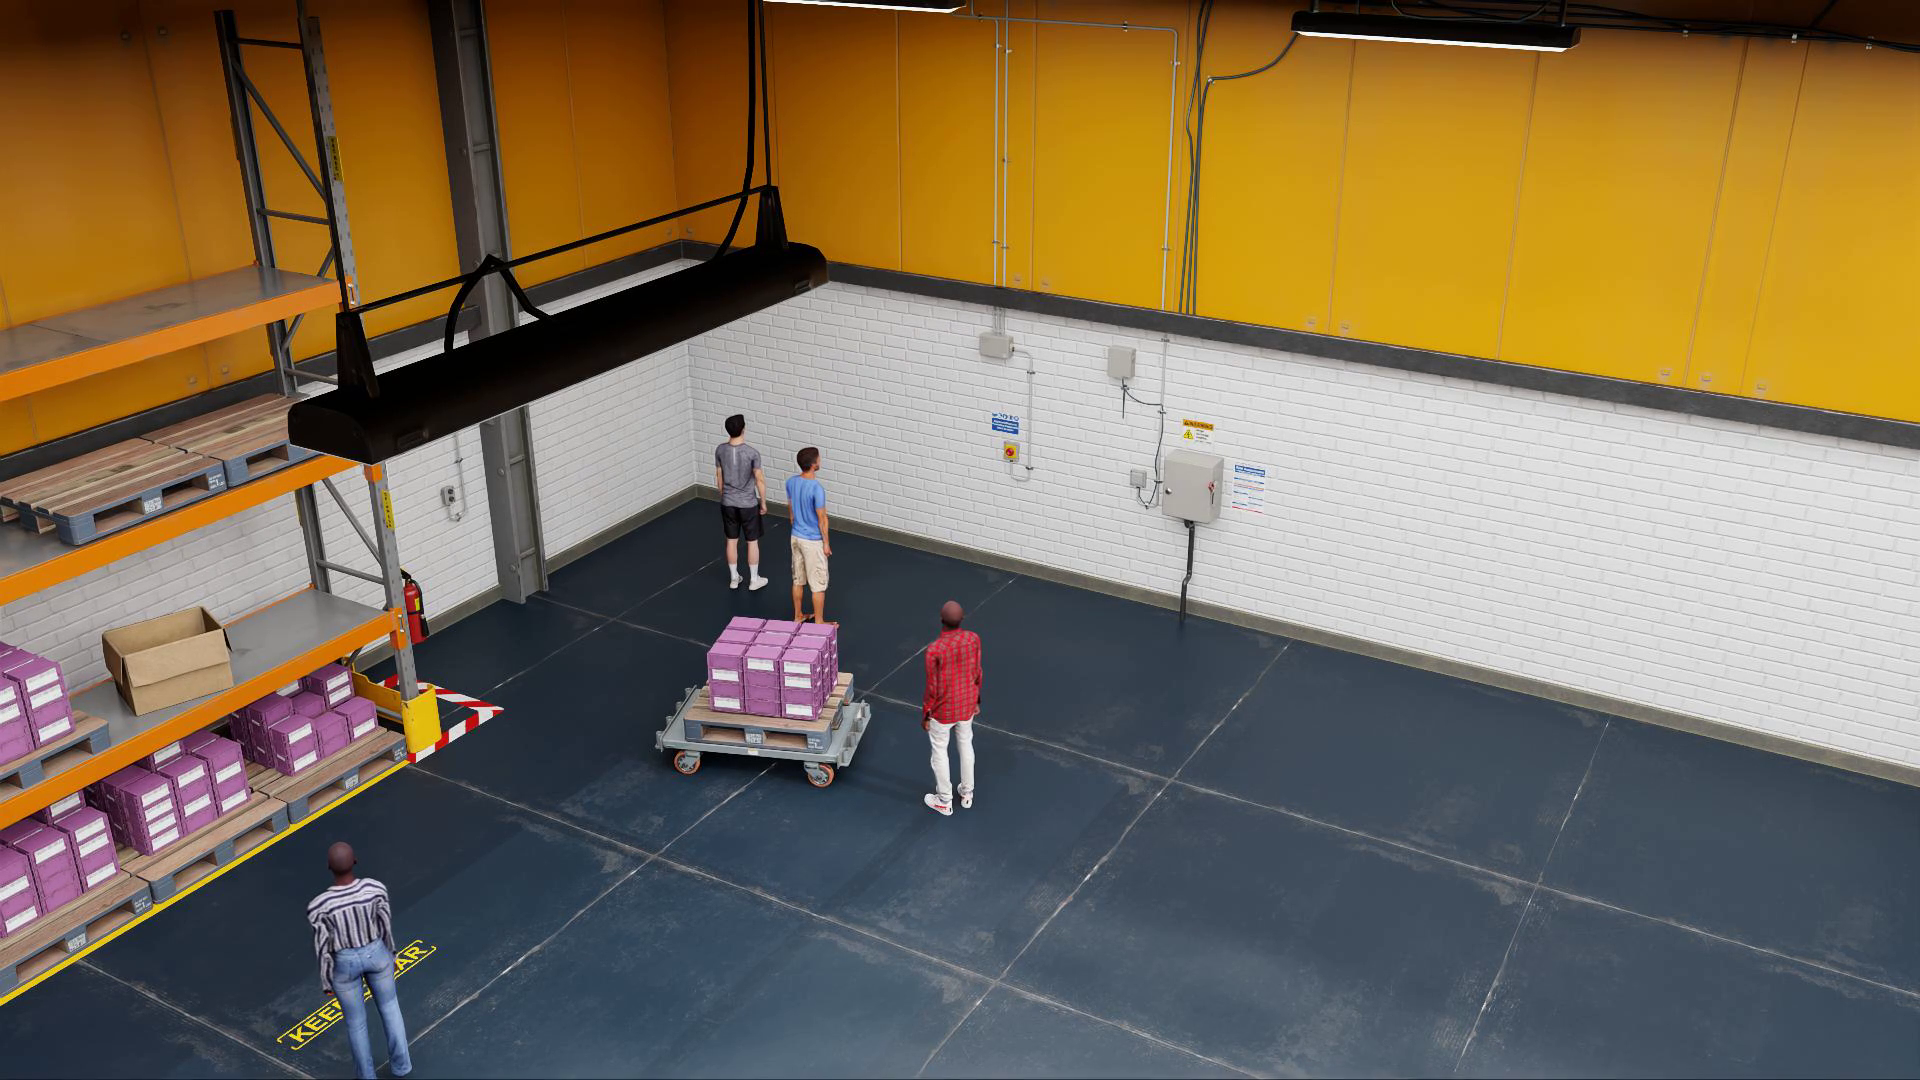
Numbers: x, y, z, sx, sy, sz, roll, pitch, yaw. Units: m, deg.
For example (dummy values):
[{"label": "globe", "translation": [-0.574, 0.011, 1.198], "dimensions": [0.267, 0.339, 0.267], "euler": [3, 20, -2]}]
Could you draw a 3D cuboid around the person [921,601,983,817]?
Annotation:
[{"label": "person", "translation": [-0.063, 1.298, 13.076], "dimensions": [0.701, 1.820, 0.819], "euler": [-12, 27, -26]}]

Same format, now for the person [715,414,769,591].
[{"label": "person", "translation": [-2.236, -0.387, 16.866], "dimensions": [0.712, 1.871, 0.636], "euler": [6, 24, 14]}]

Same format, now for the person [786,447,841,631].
[{"label": "person", "translation": [-1.459, -0.009, 16.013], "dimensions": [0.689, 1.862, 0.609], "euler": [19, 30, 36]}]

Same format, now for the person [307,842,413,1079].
[{"label": "person", "translation": [-3.637, 2.605, 10.114], "dimensions": [0.609, 1.796, 0.753], "euler": [-16, 28, -32]}]
